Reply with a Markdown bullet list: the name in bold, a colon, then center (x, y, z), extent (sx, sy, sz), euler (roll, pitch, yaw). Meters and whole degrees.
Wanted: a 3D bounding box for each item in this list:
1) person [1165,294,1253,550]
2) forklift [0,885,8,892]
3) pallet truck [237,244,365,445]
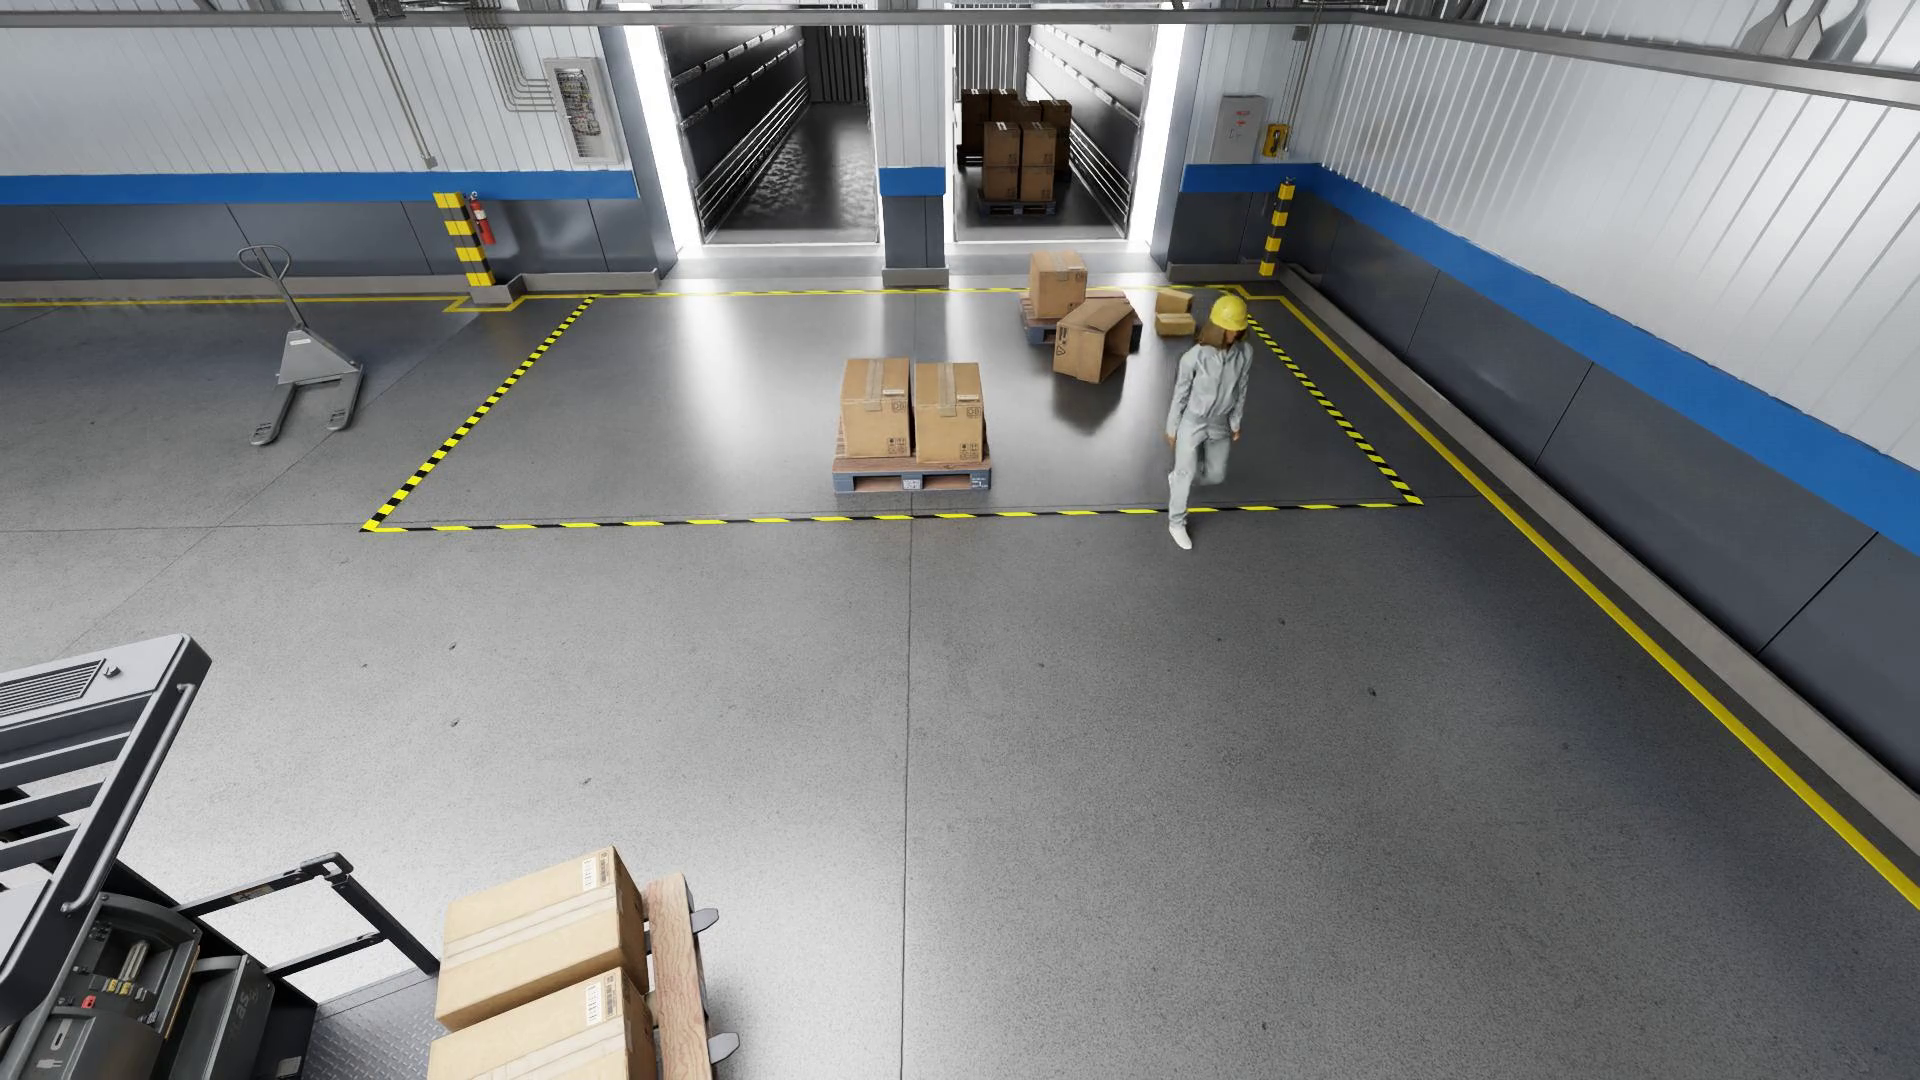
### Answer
- **person**: center (1.547, -0.770, 4.753), extent (0.491, 1.724, 0.568), euler (-10, 40, -13)
- **forklift**: center (-2.319, 1.487, 1.663), extent (0.776, 2.013, 0.716), euler (-15, 41, -18)
- **pallet truck**: center (-5.915, -1.733, 6.366), extent (0.680, 1.201, 1.601), euler (-18, 42, -21)
